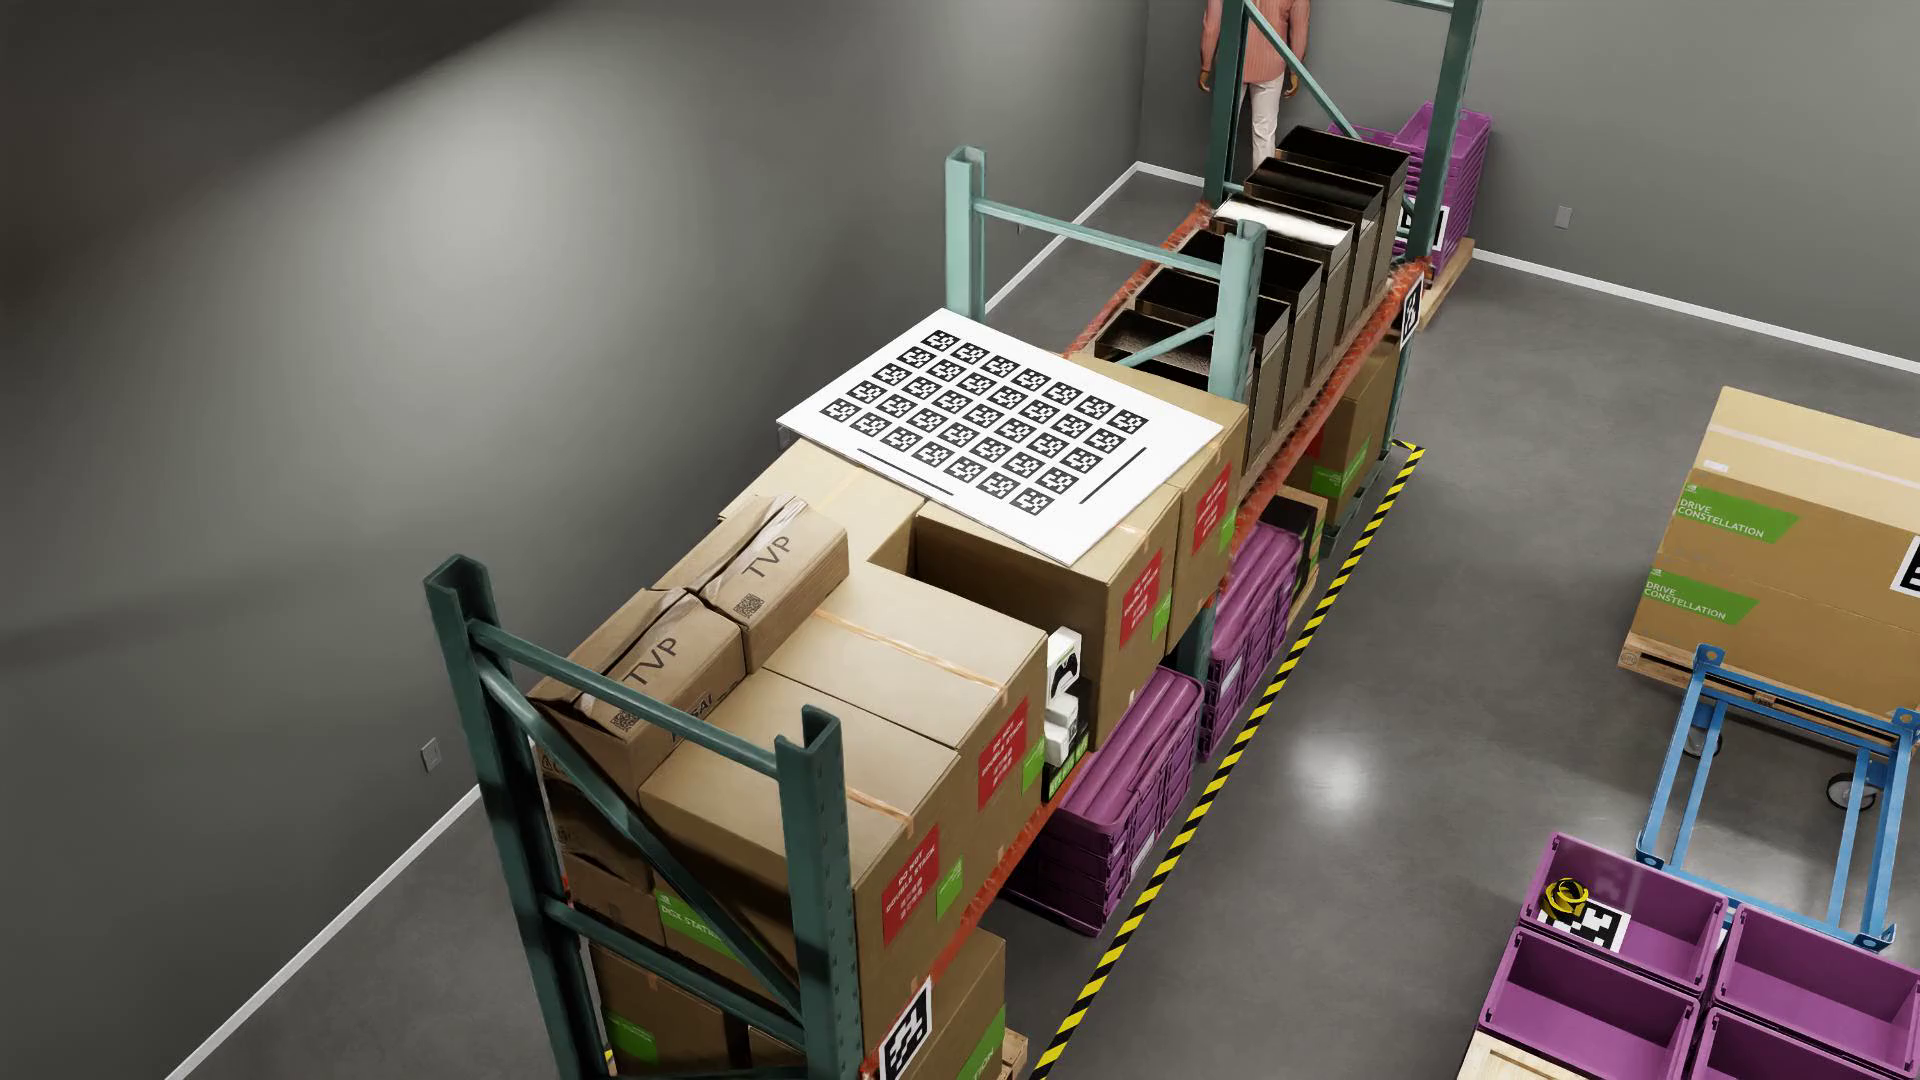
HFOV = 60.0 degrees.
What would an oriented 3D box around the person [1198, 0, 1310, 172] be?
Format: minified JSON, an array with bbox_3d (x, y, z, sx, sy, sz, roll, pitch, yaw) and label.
[{"bbox_3d":[1.737,-2.842,9.940,0.625,1.992,0.388,4,40,5],"label":"person"}]
